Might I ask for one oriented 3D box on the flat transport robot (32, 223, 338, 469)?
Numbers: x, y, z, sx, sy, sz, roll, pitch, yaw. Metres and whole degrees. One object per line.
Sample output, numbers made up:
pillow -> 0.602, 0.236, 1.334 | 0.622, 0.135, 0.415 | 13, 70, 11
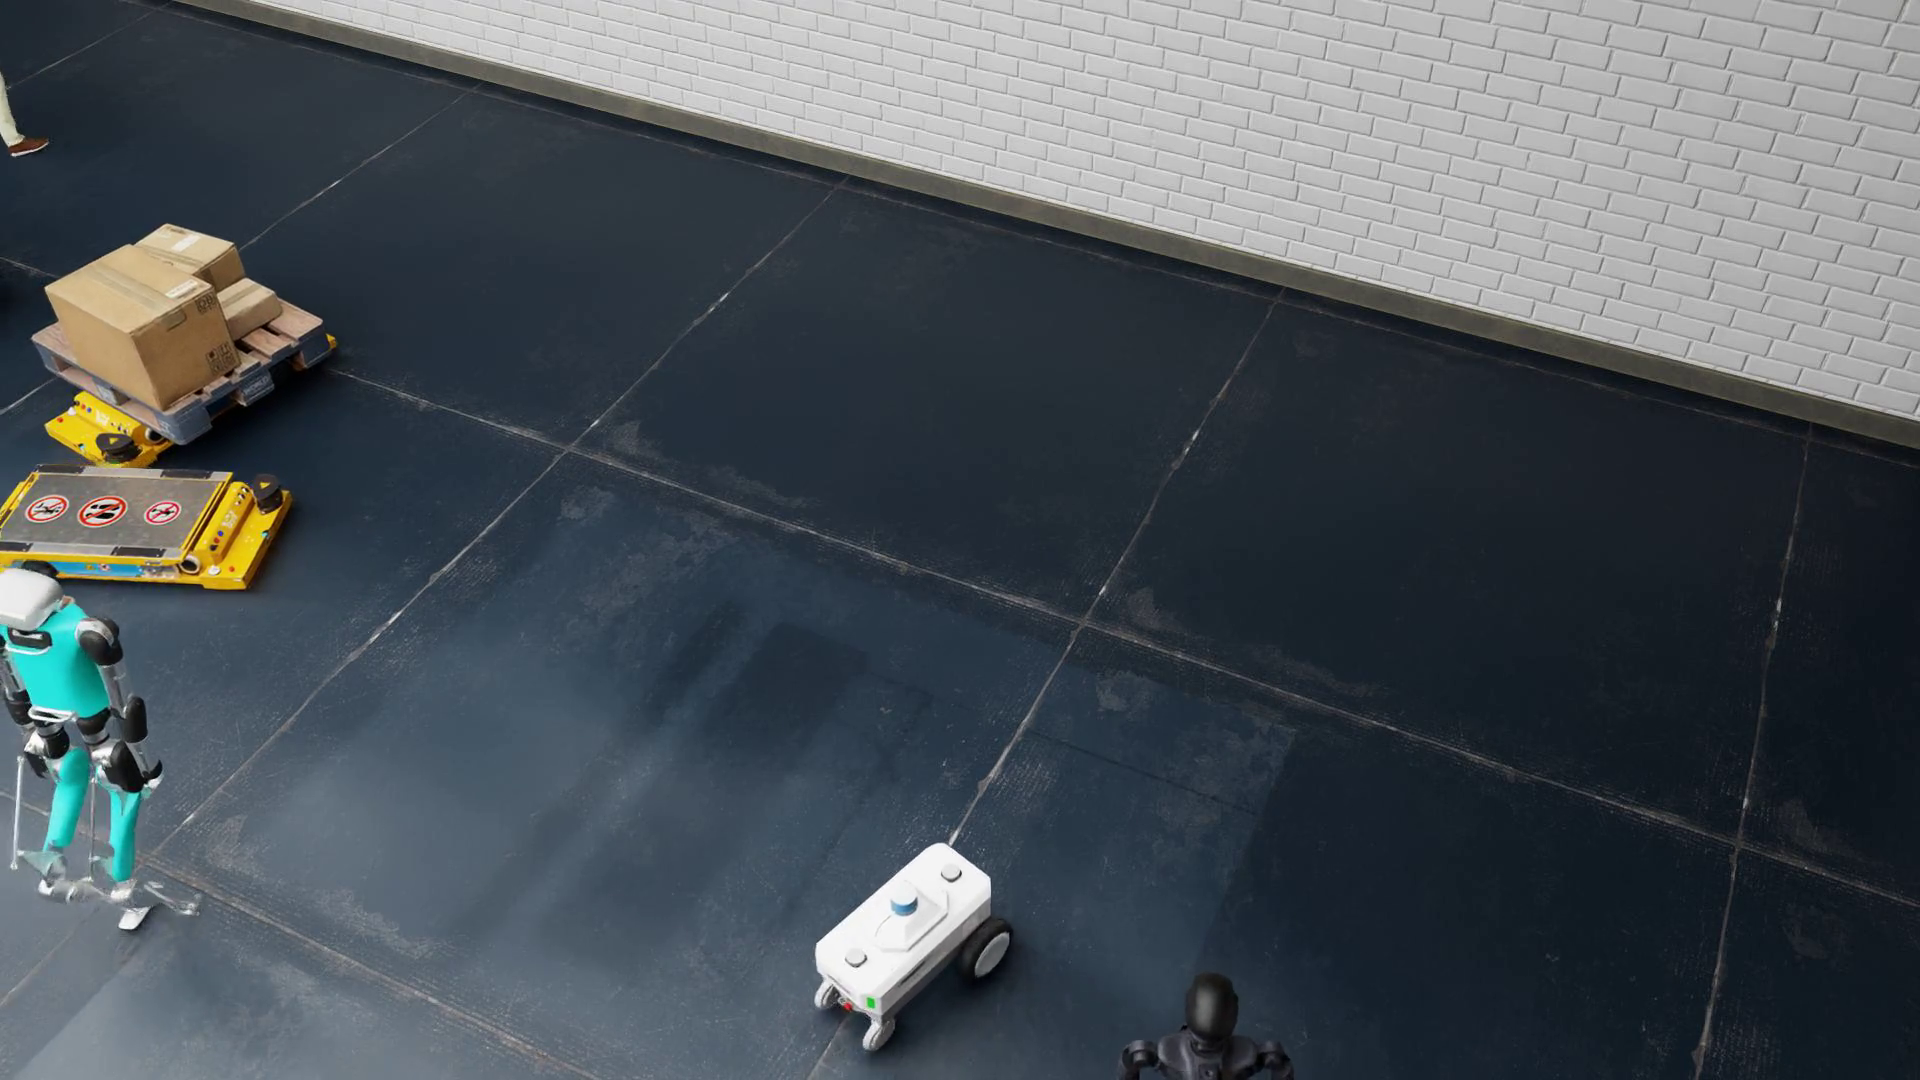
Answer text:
flat transport robot -> -4.249, -0.896, 9.222 | 0.659, 0.231, 1.431 | 25, 48, 25

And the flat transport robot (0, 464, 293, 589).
flat transport robot -> -4.172, -0.066, 8.326 | 1.431, 0.231, 0.659 | 2, 43, 3

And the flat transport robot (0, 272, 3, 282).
flat transport robot -> -6.342, -1.274, 9.630 | 1.431, 0.231, 0.659 | 22, 47, 22

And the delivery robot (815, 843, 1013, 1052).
delivery robot -> -0.205, 1.522, 6.389 | 0.499, 0.576, 0.768 | 32, 52, 30

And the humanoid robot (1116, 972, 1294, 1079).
humanoid robot -> 0.748, 1.905, 5.161 | 0.590, 1.645, 0.379 | 1, 43, 1

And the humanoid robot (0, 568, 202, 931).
humanoid robot -> -3.287, 0.948, 6.172 | 0.548, 1.820, 0.672 | 7, 43, 8

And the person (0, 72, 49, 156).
person -> -6.535, -3.292, 10.819 | 0.578, 1.612, 0.386 | 29, 50, 27
